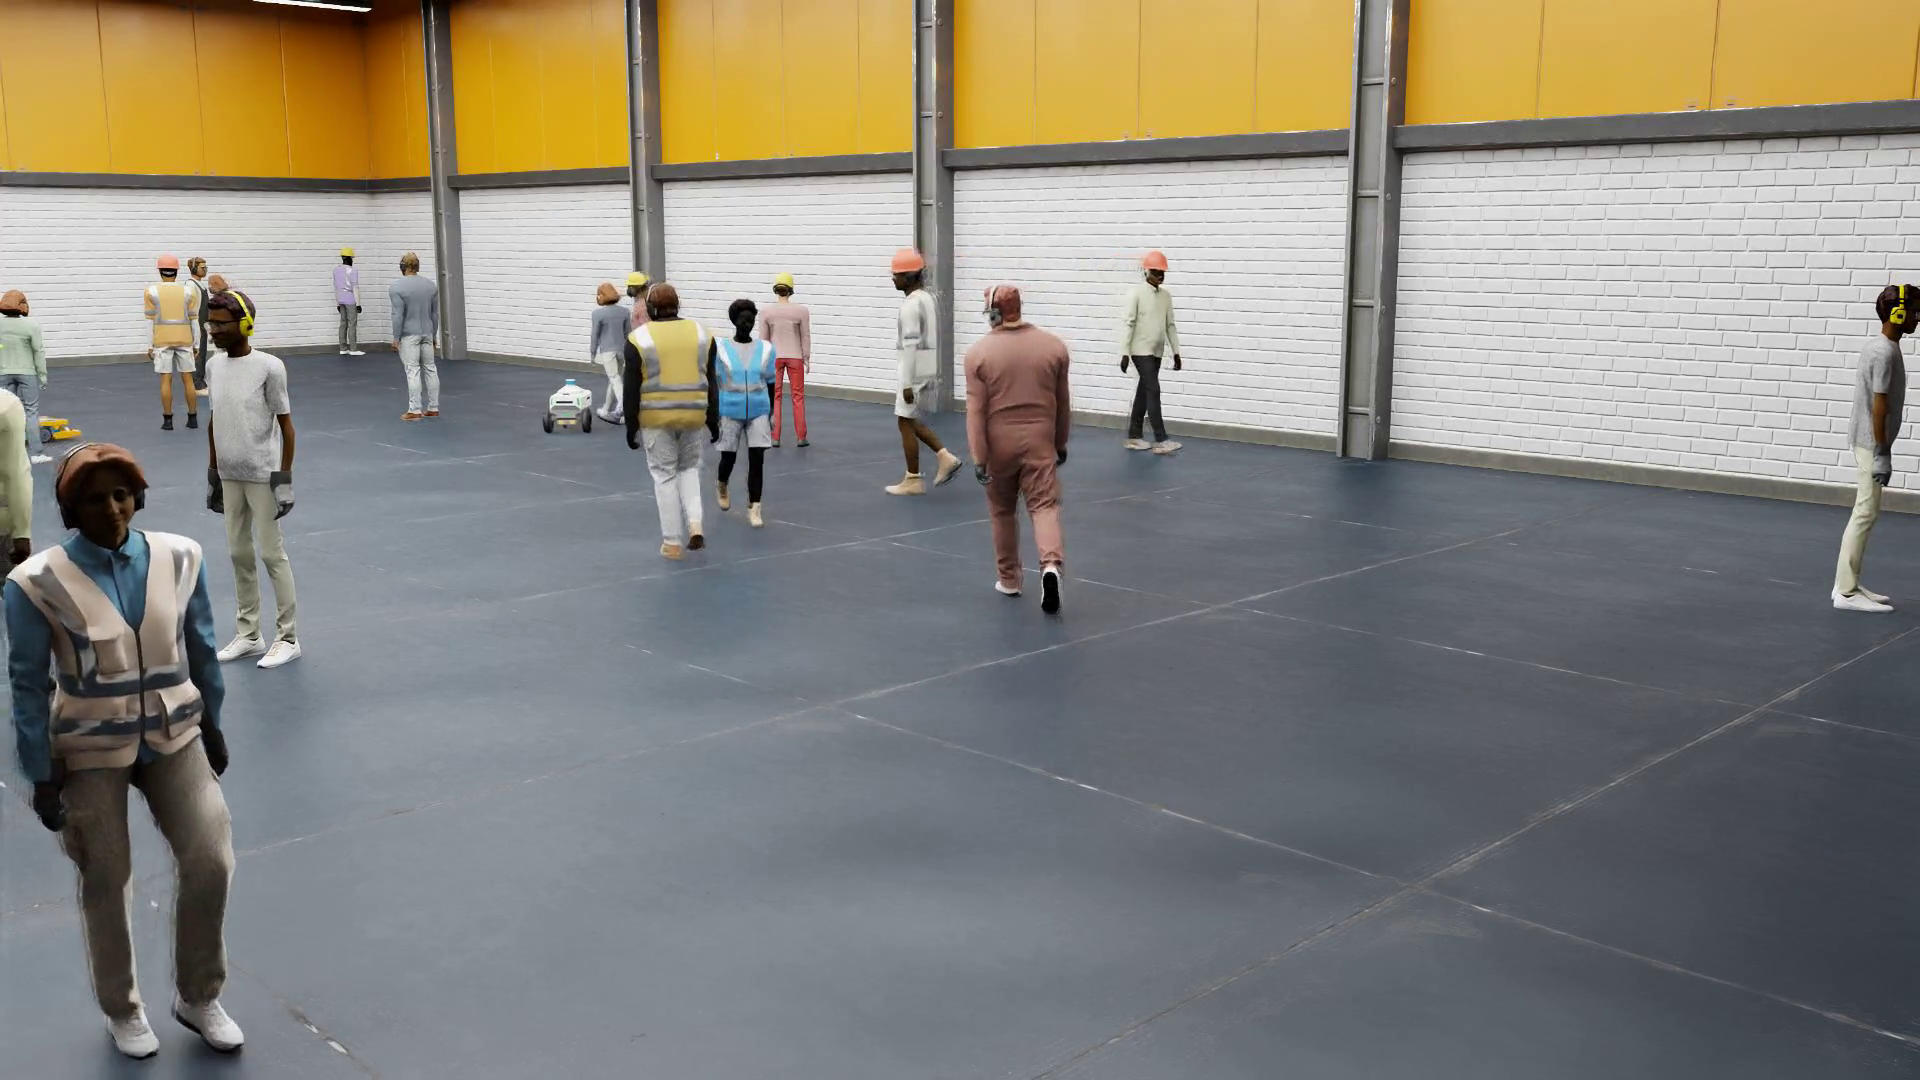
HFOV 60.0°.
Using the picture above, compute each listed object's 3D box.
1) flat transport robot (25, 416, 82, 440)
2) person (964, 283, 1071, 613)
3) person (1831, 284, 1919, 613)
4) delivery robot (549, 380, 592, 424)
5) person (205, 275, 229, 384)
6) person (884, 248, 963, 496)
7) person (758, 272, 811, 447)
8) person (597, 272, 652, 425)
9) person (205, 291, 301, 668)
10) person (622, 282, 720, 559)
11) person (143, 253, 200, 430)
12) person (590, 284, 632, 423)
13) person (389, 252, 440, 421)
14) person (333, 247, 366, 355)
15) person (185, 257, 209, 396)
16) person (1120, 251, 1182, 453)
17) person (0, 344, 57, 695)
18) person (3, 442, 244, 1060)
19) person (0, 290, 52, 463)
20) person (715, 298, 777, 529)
[{"bbox_3d":[-9.851,-1.103,16.986,0.652,0.197,1.431,6,12,29],"label":"flat transport robot"},{"bbox_3d":[0.343,-0.535,9.540,0.654,1.866,0.885,-2,11,-9],"label":"person"},{"bbox_3d":[5.226,-0.516,9.475,0.319,1.858,0.519,5,12,26],"label":"person"},{"bbox_3d":[-4.252,-1.510,18.179,0.477,0.478,0.707,0,10,-2],"label":"delivery robot"},{"bbox_3d":[-10.147,-2.832,22.833,0.880,1.580,0.503,-1,10,-5],"label":"person"},{"bbox_3d":[-0.340,-1.354,13.563,0.539,2.024,0.636,2,11,13],"label":"person"},{"bbox_3d":[-1.765,-1.812,16.772,0.526,1.769,0.329,0,10,-1],"label":"person"},{"bbox_3d":[-3.634,-2.130,18.616,0.902,1.714,0.545,-2,11,-10],"label":"person"},{"bbox_3d":[-3.527,-0.295,8.232,0.532,1.865,0.311,4,11,22],"label":"person"},{"bbox_3d":[-1.911,-0.779,10.978,0.642,1.824,0.456,-5,12,-27],"label":"person"},{"bbox_3d":[-8.659,-2.175,18.308,0.540,1.933,0.382,-7,12,-33],"label":"person"},{"bbox_3d":[-3.996,-2.136,19.034,0.501,1.577,0.888,-10,14,-43],"label":"person"},{"bbox_3d":[-6.278,-2.335,19.157,0.379,1.940,0.629,7,13,35],"label":"person"},{"bbox_3d":[-10.897,-4.250,29.655,0.588,1.919,0.389,7,12,32],"label":"person"},{"bbox_3d":[-10.138,-2.841,22.168,0.325,1.843,0.517,-3,11,-14],"label":"person"},{"bbox_3d":[1.967,-1.831,16.325,0.653,1.960,0.889,-10,14,-44],"label":"person"},{"bbox_3d":[-4.380,-0.101,7.331,0.591,1.809,0.803,1,10,4],"label":"person"},{"bbox_3d":[-2.088,0.563,4.225,0.545,1.616,0.541,9,14,42],"label":"person"},{"bbox_3d":[-8.806,-1.523,15.577,0.495,1.627,0.272,-1,10,-5],"label":"person"},{"bbox_3d":[-1.623,-0.950,12.293,0.541,1.683,0.638,-3,11,-18],"label":"person"}]
